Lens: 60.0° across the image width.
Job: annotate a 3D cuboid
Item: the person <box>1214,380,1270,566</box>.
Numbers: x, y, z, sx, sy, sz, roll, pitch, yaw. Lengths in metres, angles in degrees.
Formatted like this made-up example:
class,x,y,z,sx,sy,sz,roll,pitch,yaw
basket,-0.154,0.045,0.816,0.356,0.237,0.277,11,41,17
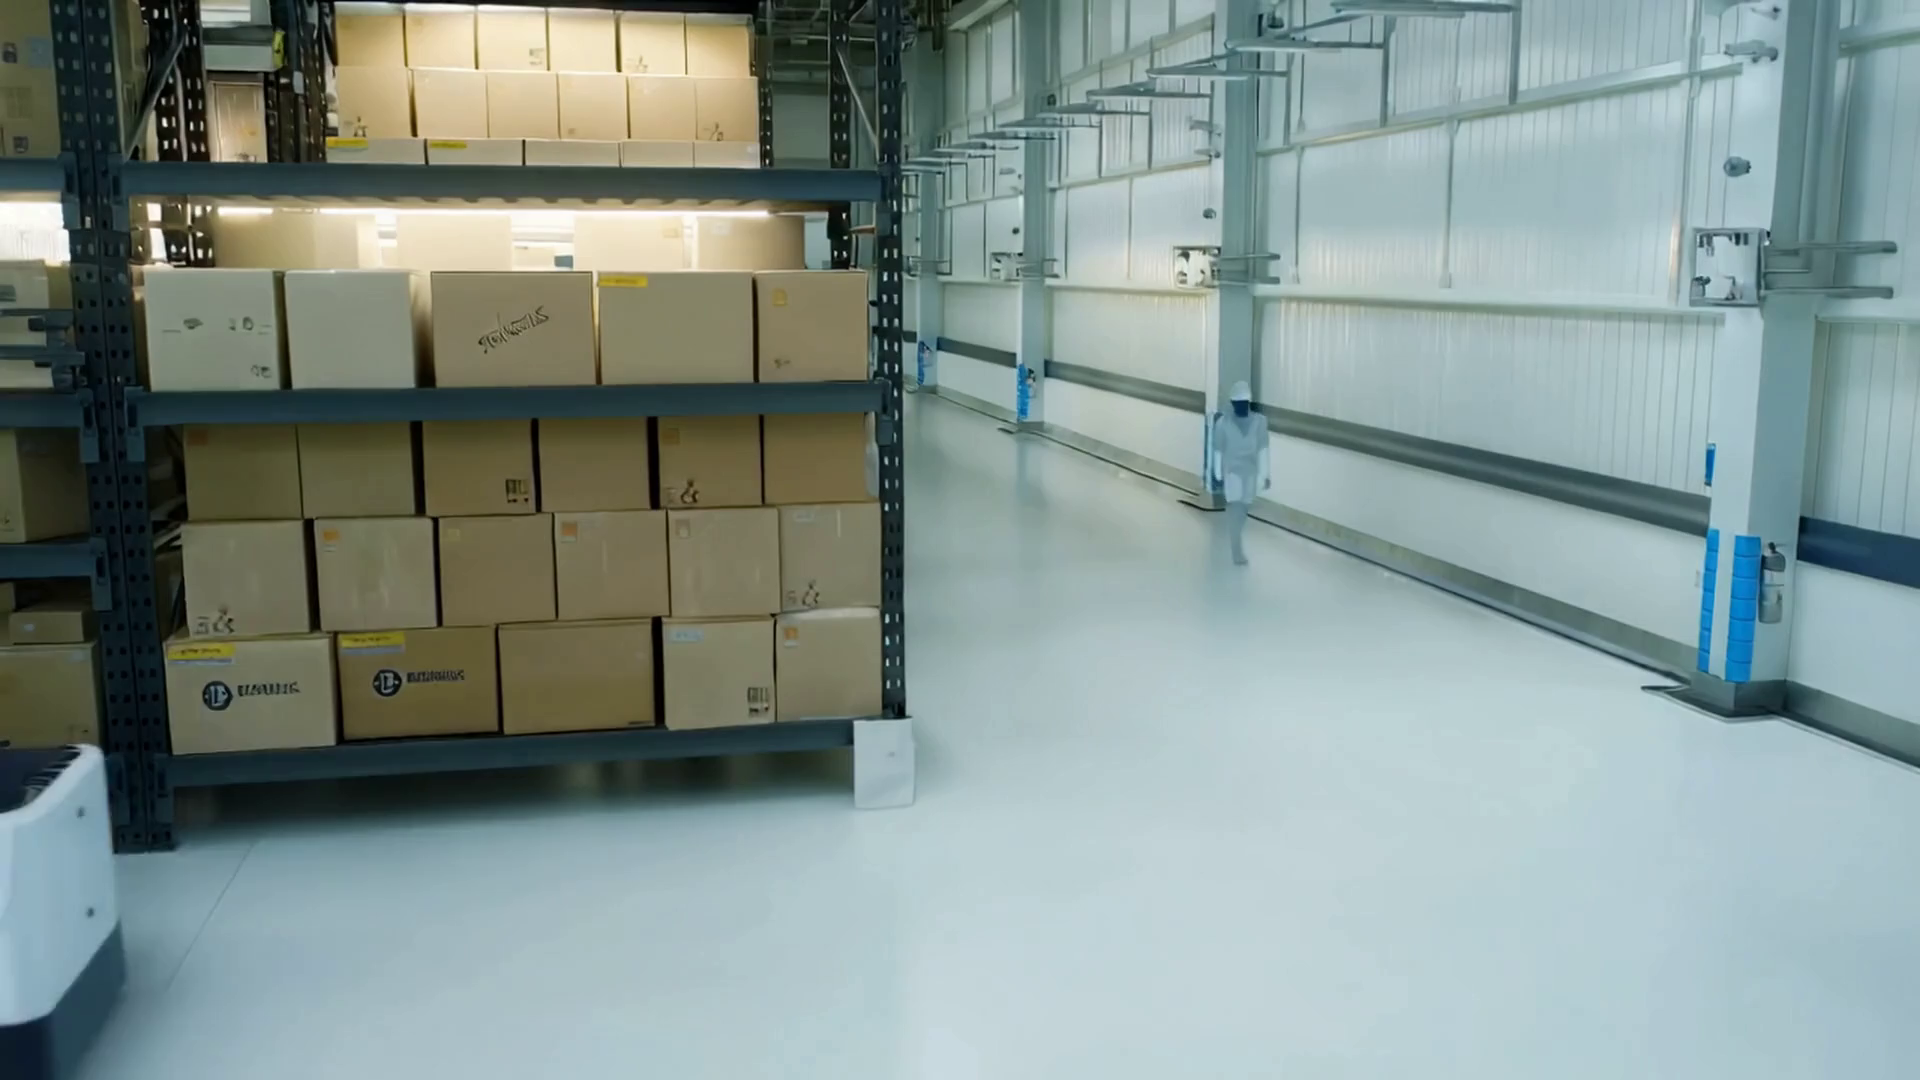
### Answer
class,x,y,z,sx,sy,sz,roll,pitch,yaw
person,2.890,-0.728,17.266,0.546,1.896,0.991,-1,9,-5

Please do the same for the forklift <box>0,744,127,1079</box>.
class,x,y,z,sx,sy,sz,roll,pitch,yaw
forklift,-4.313,0.601,6.134,1.873,2.768,1.129,-2,10,-12
